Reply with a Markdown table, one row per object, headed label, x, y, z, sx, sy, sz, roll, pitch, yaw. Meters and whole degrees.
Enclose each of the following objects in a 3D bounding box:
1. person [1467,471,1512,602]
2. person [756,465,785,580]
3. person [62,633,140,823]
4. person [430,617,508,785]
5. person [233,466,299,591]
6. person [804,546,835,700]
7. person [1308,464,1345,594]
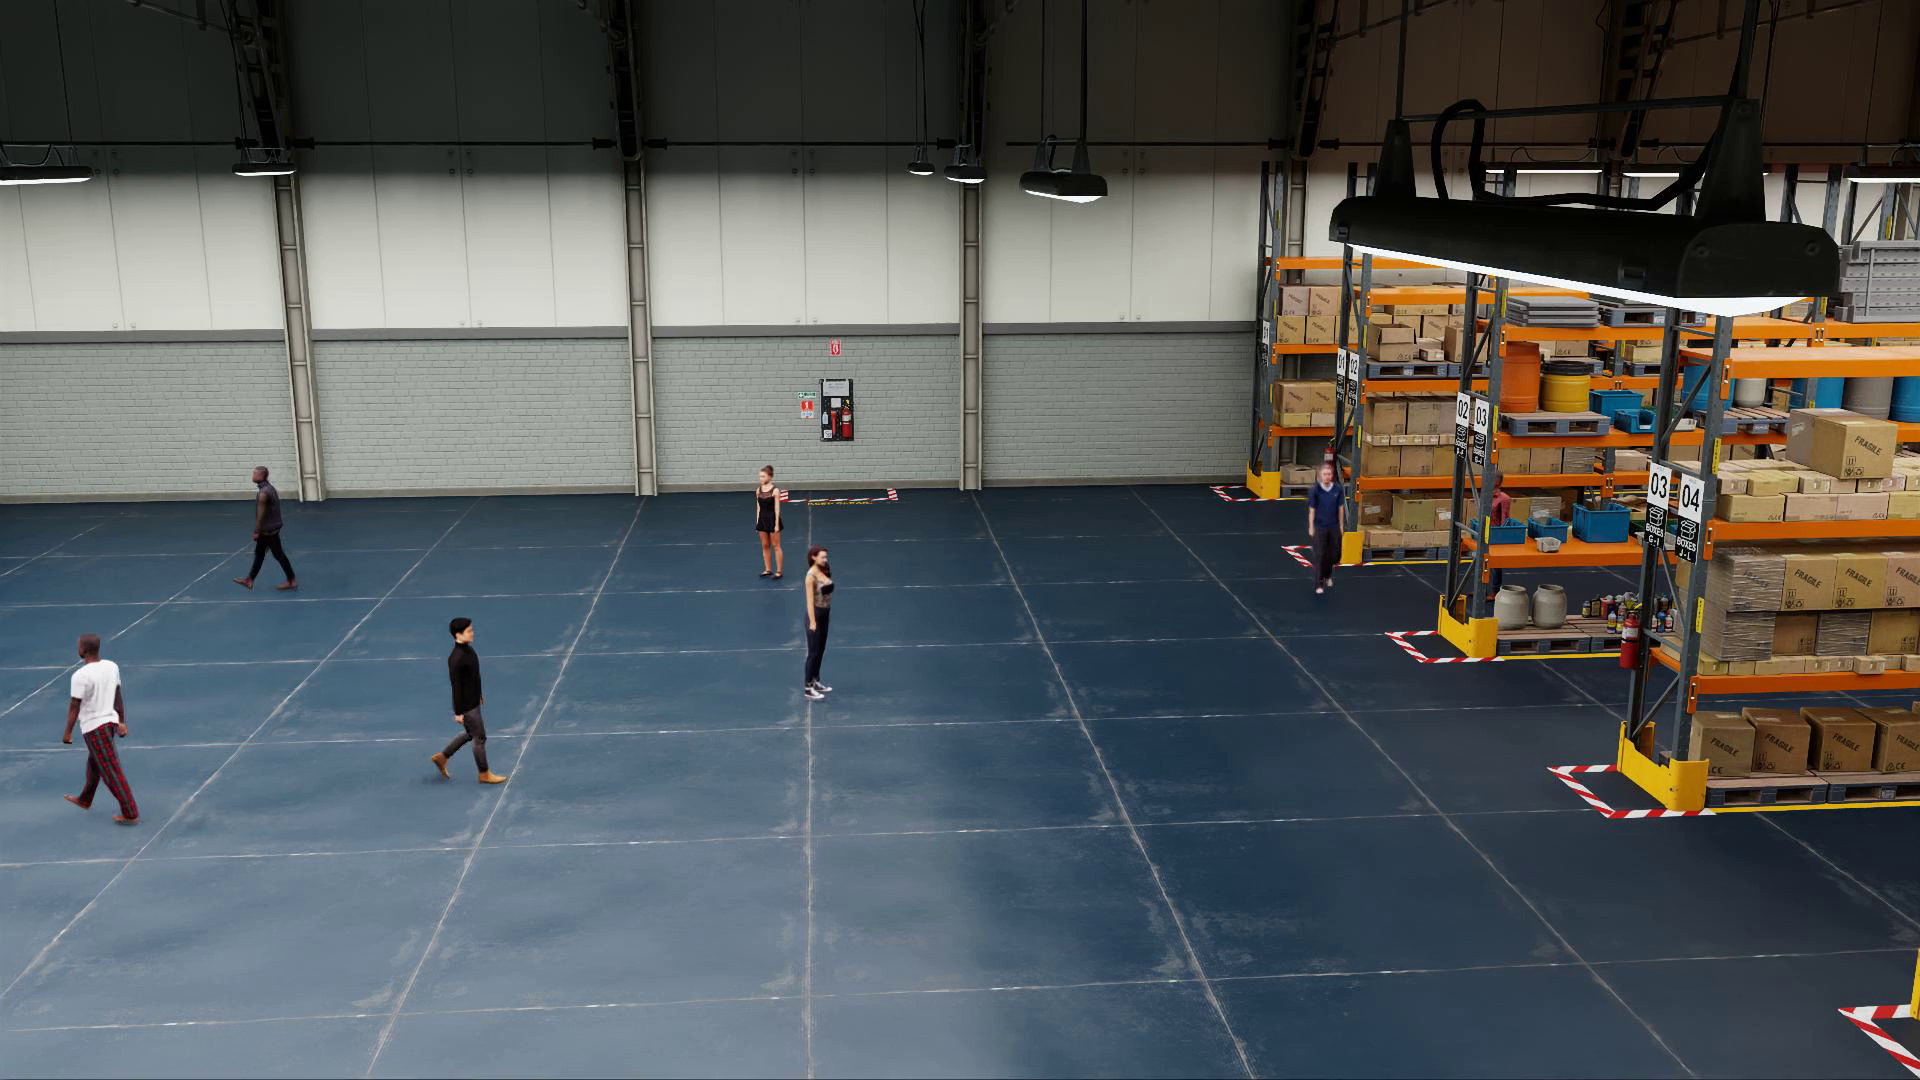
| label | x | y | z | sx | sy | sz | roll | pitch | yaw |
| --- | --- | --- | --- | --- | --- | --- | --- | --- | --- |
| person | 7.460 | -0.077 | 23.330 | 0.681 | 1.830 | 0.753 | -6 | 14 | -24 |
| person | -2.800 | -0.267 | 24.489 | 0.668 | 1.678 | 0.748 | 8 | 15 | 31 |
| person | -7.888 | 1.776 | 15.409 | 1.147 | 1.795 | 0.843 | 2 | 13 | 9 |
| person | -4.921 | 1.591 | 16.414 | 0.965 | 1.701 | 0.637 | -1 | 13 | -4 |
| person | -9.742 | -0.141 | 23.683 | 1.173 | 1.796 | 0.897 | -4 | 14 | -17 |
| person | -1.649 | 0.924 | 19.145 | 0.681 | 1.769 | 0.689 | 4 | 14 | 18 |
| person | 5.189 | -0.174 | 23.689 | 0.658 | 1.859 | 0.755 | 0 | 13 | -1 |
